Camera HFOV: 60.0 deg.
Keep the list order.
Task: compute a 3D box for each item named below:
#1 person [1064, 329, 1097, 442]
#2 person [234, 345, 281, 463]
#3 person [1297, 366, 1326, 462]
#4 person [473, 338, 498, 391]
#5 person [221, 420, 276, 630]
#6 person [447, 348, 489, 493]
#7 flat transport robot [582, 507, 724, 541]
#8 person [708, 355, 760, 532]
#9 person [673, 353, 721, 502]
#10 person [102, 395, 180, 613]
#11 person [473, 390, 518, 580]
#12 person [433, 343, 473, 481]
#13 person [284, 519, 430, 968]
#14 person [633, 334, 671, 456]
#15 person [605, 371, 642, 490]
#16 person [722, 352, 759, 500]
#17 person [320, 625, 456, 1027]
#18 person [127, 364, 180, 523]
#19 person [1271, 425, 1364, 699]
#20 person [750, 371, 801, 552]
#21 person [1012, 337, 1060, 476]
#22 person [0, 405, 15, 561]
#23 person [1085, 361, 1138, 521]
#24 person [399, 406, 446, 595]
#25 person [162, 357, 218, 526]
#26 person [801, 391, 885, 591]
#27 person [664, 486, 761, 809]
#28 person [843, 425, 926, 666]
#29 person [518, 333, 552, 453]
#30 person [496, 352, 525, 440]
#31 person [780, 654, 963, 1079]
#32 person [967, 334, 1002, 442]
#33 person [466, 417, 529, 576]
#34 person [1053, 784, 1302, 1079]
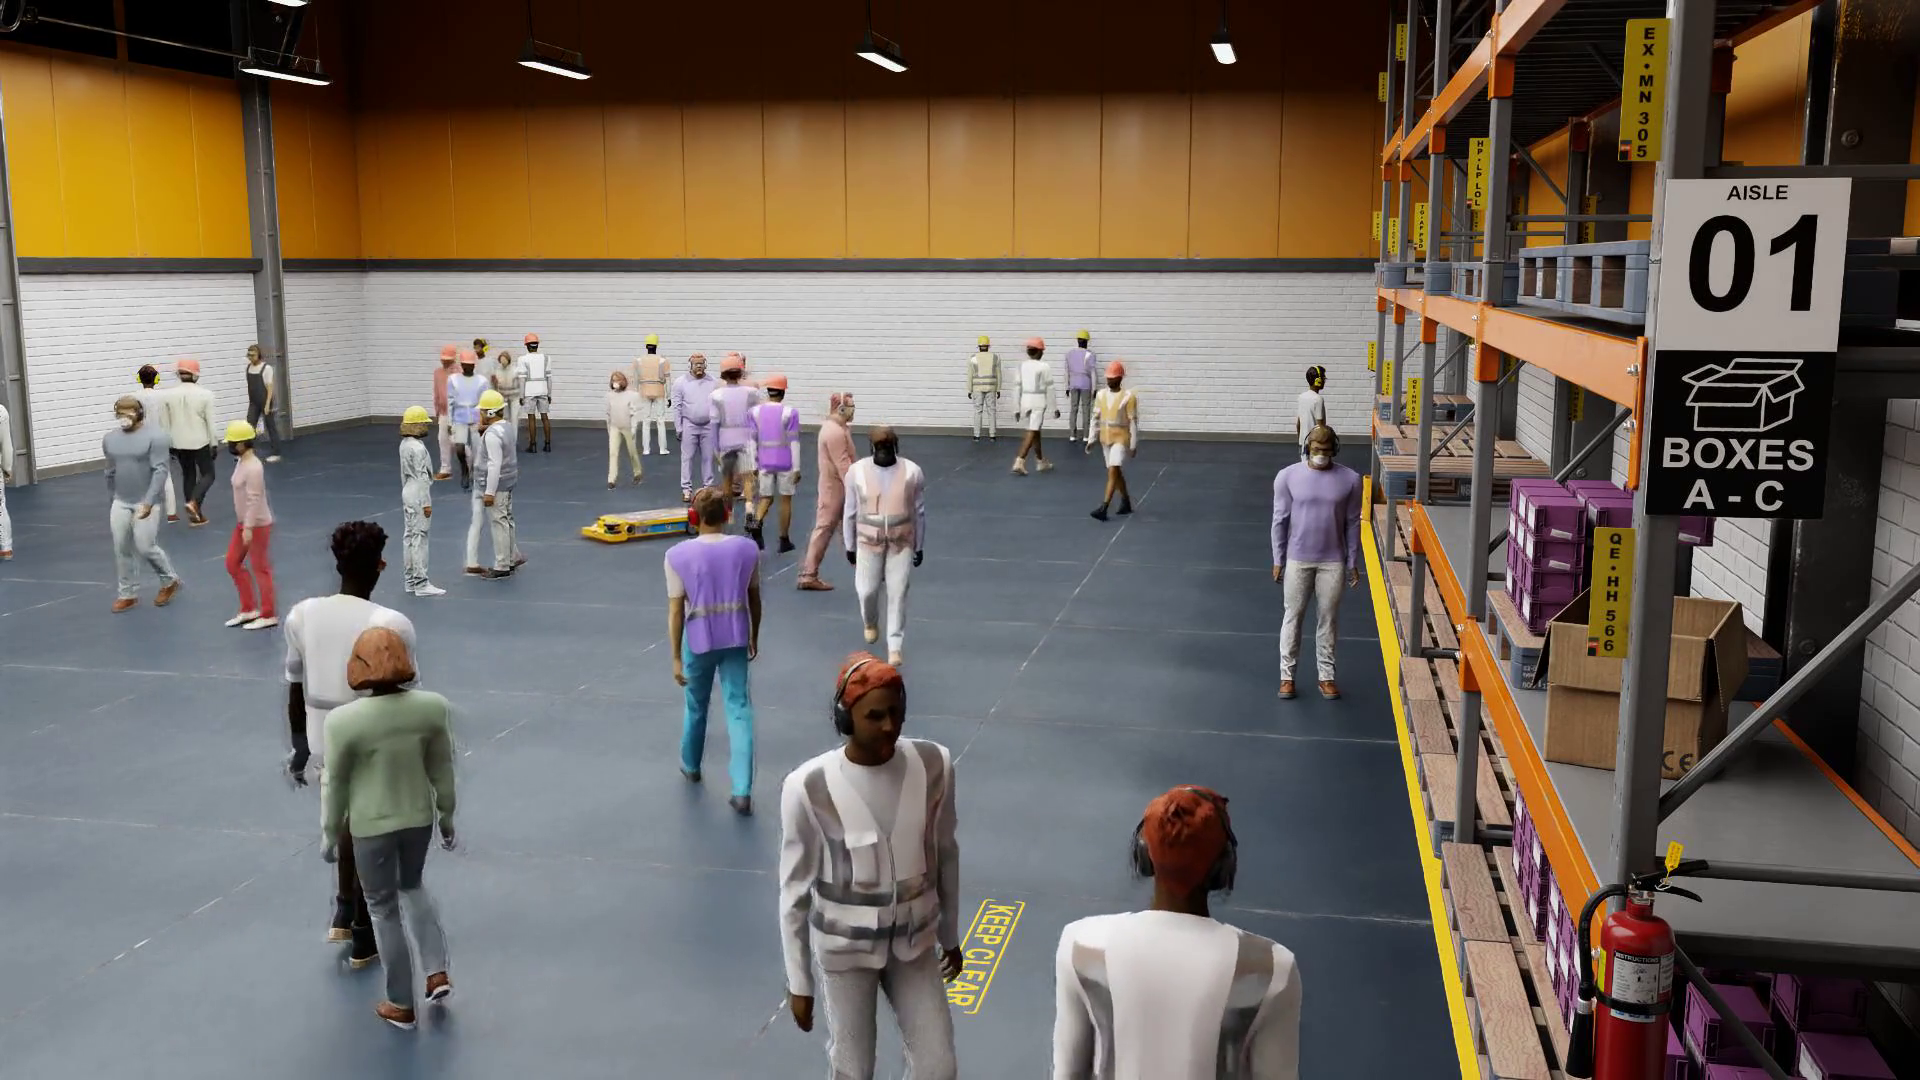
[{"bbox_3d":[2.081,-2.636,28.444,0.594,1.922,0.386,5,11,28],"label":"person"},{"bbox_3d":[-10.662,-2.038,25.190,0.532,1.800,0.922,3,10,16],"label":"person"},{"bbox_3d":[4.084,-1.074,19.197,0.329,1.872,0.508,-4,10,-22],"label":"person"},{"bbox_3d":[-7.645,-2.313,26.708,0.555,1.849,0.445,5,10,26],"label":"person"},{"bbox_3d":[-5.935,-0.113,13.724,0.489,1.750,0.554,-7,12,-35],"label":"person"},{"bbox_3d":[-6.510,-1.579,22.076,0.582,1.921,0.404,-3,10,-16],"label":"person"},{"bbox_3d":[-3.441,-0.188,18.665,1.431,0.197,0.652,-7,12,-38],"label":"flat transport robot"},{"bbox_3d":[-2.553,-1.103,18.971,0.601,2.018,0.949,-2,10,-13],"label":"person"},{"bbox_3d":[-3.343,-1.439,21.287,0.638,1.910,0.407,-4,10,-24],"label":"person"},{"bbox_3d":[-7.161,-0.320,14.516,0.639,1.913,0.570,2,10,9],"label":"person"},{"bbox_3d":[-4.475,-0.531,16.036,0.404,1.834,0.589,0,9,-2],"label":"person"},{"bbox_3d":[-7.081,-1.785,23.252,0.687,1.949,0.605,5,11,29],"label":"person"},{"bbox_3d":[-2.581,0.871,7.228,0.650,1.949,0.478,3,10,18],"label":"person"},{"bbox_3d":[-4.880,-2.299,26.407,0.595,1.925,0.374,-1,9,-5],"label":"person"},{"bbox_3d":[-4.585,-1.503,22.607,0.499,1.594,0.846,1,10,9],"label":"person"},{"bbox_3d":[-2.871,-1.470,21.479,0.409,1.908,0.639,-9,13,-43],"label":"person"},{"bbox_3d":[-2.279,1.140,6.627,0.352,1.619,0.501,9,13,43],"label":"person"},{"bbox_3d":[-9.454,-1.121,19.485,0.532,1.868,0.310,-4,10,-24],"label":"person"},{"bbox_3d":[2.487,0.153,11.618,0.627,1.934,0.372,1,9,3],"label":"person"},{"bbox_3d":[-1.955,-0.797,17.388,0.548,1.921,0.609,3,10,18],"label":"person"},{"bbox_3d":[1.046,-1.932,24.019,0.623,2.000,1.048,9,13,43],"label":"person"},{"bbox_3d":[-9.942,-0.711,16.835,0.663,1.935,0.451,-9,13,-42],"label":"person"},{"bbox_3d":[1.827,-1.189,19.871,0.549,1.884,1.022,8,12,40],"label":"person"},{"bbox_3d":[-4.968,-0.364,15.300,0.295,1.743,0.493,-7,12,-36],"label":"person"},{"bbox_3d":[-8.862,-1.114,19.138,0.618,1.973,0.596,0,9,1],"label":"person"},{"bbox_3d":[-1.041,-0.444,15.449,0.963,1.858,0.644,0,9,0],"label":"person"},{"bbox_3d":[-1.391,0.588,9.438,0.577,1.795,1.005,-4,10,-22],"label":"person"},{"bbox_3d":[-0.575,0.022,12.750,0.631,1.827,0.631,-1,9,-4],"label":"person"},{"bbox_3d":[-6.850,-2.363,26.778,0.547,1.932,0.388,-6,11,-34],"label":"person"},{"bbox_3d":[-7.486,-2.320,27.569,0.537,1.574,0.824,0,9,1],"label":"person"},{"bbox_3d":[-0.241,1.271,5.066,0.621,1.868,0.470,-4,10,-24],"label":"person"},{"bbox_3d":[0.415,-2.592,28.444,0.590,1.837,0.404,-1,9,-6],"label":"person"},{"bbox_3d":[-4.592,-0.467,16.356,0.520,1.585,0.796,6,11,34],"label":"person"},{"bbox_3d":[0.480,1.483,3.813,0.582,1.871,0.465,3,10,17],"label":"person"}]
